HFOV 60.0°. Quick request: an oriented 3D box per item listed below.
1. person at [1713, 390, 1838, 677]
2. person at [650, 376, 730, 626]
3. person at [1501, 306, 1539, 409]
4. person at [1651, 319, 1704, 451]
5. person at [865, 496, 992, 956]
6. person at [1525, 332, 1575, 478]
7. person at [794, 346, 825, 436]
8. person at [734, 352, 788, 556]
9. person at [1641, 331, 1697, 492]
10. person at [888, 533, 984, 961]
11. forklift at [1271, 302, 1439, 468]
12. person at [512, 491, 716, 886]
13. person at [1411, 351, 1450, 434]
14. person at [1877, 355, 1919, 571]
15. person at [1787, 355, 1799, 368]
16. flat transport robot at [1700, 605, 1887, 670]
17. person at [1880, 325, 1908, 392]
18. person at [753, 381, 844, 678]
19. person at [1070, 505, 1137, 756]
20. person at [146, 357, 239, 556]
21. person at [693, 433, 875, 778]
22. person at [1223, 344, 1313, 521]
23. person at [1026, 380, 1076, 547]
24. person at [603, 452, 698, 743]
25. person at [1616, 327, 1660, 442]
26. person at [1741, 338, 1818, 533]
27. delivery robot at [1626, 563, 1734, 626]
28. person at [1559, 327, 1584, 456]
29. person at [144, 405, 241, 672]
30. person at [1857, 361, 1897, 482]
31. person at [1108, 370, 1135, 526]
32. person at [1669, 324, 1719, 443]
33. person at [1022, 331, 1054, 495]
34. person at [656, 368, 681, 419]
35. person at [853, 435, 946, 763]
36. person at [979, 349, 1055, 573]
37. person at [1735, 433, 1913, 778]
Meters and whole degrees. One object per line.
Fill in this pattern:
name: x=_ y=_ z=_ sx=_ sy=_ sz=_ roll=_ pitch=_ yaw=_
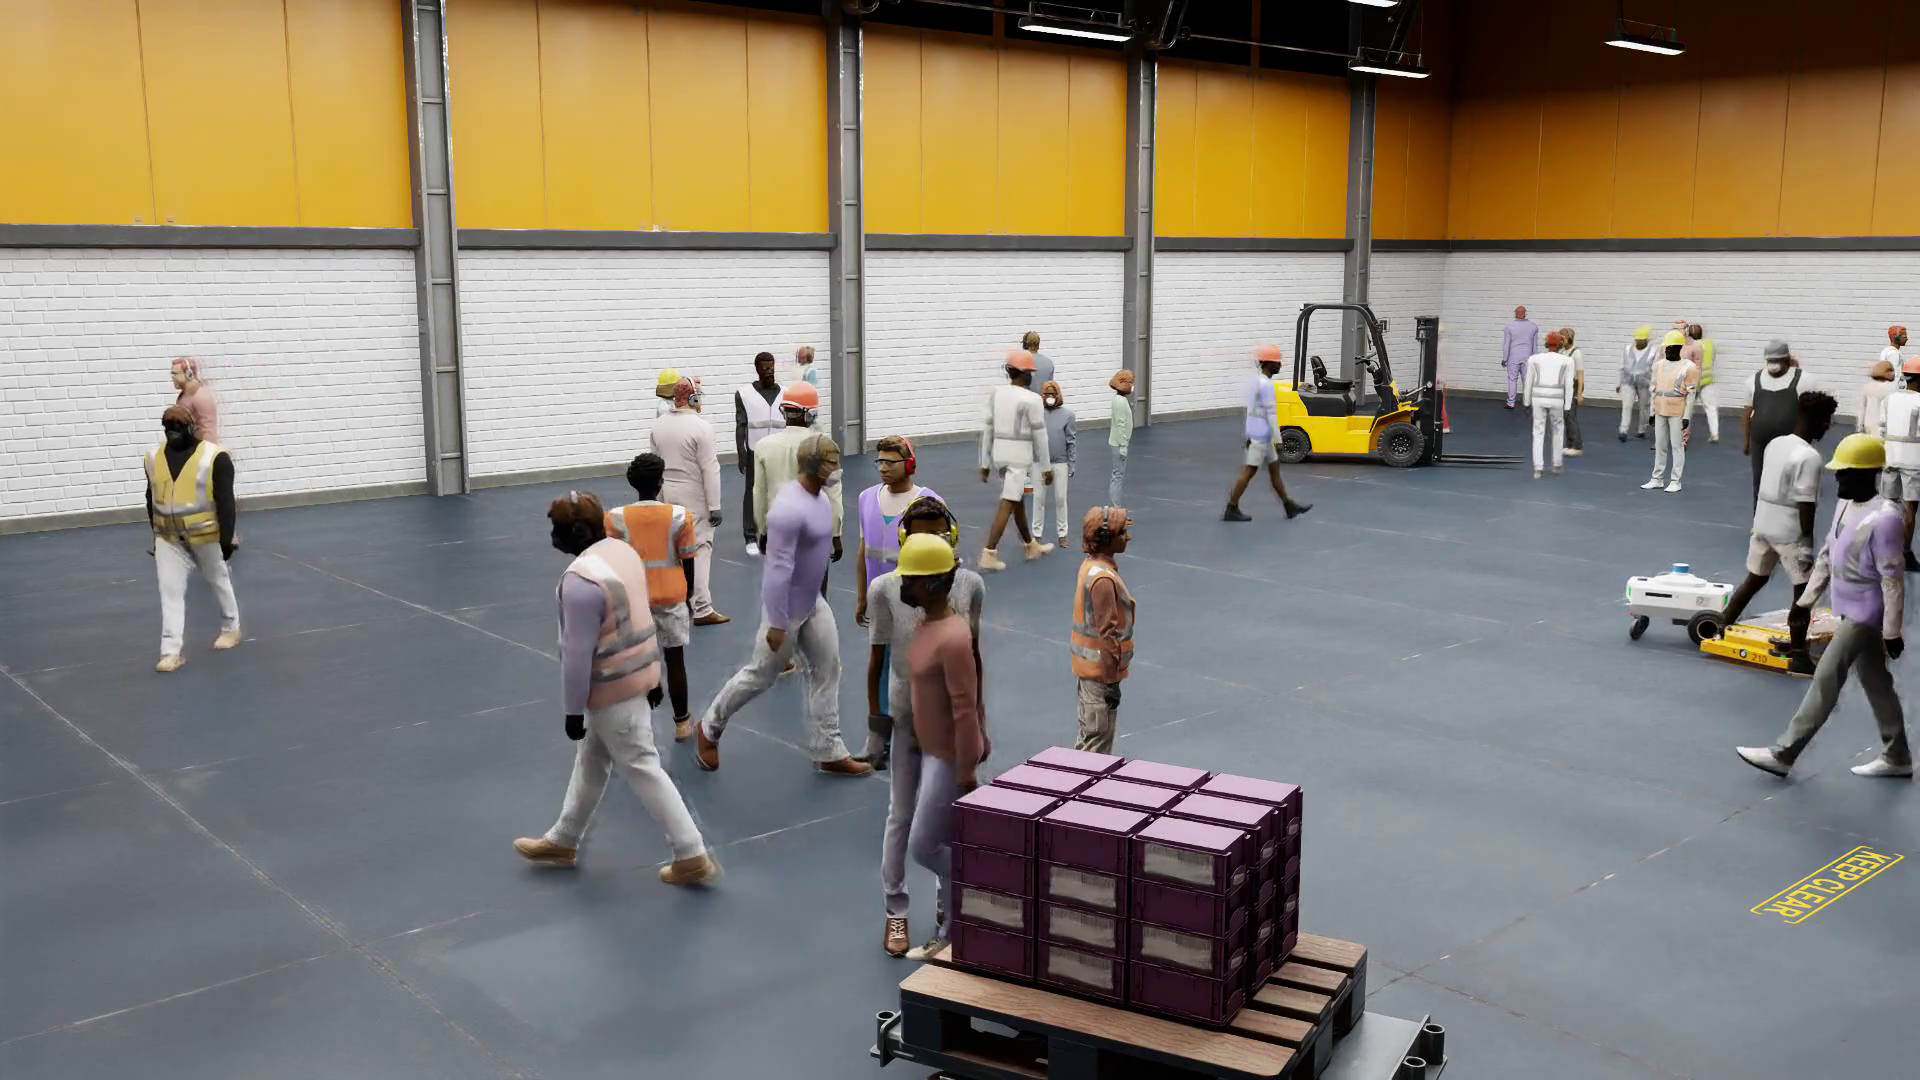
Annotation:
person: x=5.612 y=-0.057 z=11.325 sx=0.550 sy=1.916 sz=0.802 roll=0 pitch=10 yaw=-1
person: x=-2.054 y=-0.298 z=12.724 sx=0.651 sy=1.907 sz=0.409 roll=7 pitch=12 yaw=36
person: x=10.296 y=-3.355 z=30.640 sx=0.636 sy=1.903 sz=0.404 roll=0 pitch=10 yaw=-2
person: x=10.349 y=-2.228 z=24.021 sx=0.401 sy=1.910 sz=0.640 roll=-8 pitch=13 yaw=-40
person: x=-0.125 y=0.743 z=6.736 sx=0.531 sy=1.870 sz=0.317 roll=-3 pitch=10 yaw=-19
person: x=7.556 y=-1.739 z=21.336 sx=0.599 sy=1.850 sz=0.880 roll=5 pitch=11 yaw=25
person: x=-2.012 y=-1.750 z=22.015 sx=0.371 sy=1.626 sz=0.537 roll=-6 pitch=12 yaw=-33
person: x=-1.850 y=-0.821 z=15.746 sx=0.588 sy=1.920 sz=0.390 roll=-6 pitch=12 yaw=-33
person: x=8.502 y=-1.536 z=19.910 sx=0.366 sy=1.927 sz=0.585 roll=-5 pitch=11 yaw=-28
person: x=-0.073 y=0.838 z=6.523 sx=0.420 sy=1.754 sz=0.525 roll=-2 pitch=10 yaw=-13
forklift: x=5.320 y=-2.157 z=22.763 sx=2.313 sy=2.155 sz=1.214 roll=3 pitch=10 yaw=16
person: x=-1.545 y=0.665 z=7.452 sx=0.986 sy=1.788 sz=0.661 roll=1 pitch=10 yaw=5
person: x=7.355 y=-2.532 z=26.357 sx=0.930 sy=1.715 sz=0.538 roll=4 pitch=11 yaw=23
person: x=8.517 y=-0.691 z=14.941 sx=0.368 sy=1.933 sz=0.552 roll=-3 pitch=10 yaw=-19
person: x=9.916 y=-1.402 z=19.971 sx=0.310 sy=1.639 sz=0.514 roll=5 pitch=11 yaw=25
flat transport robot: x=5.986 y=0.675 z=11.810 sx=1.431 sy=0.197 sz=0.652 roll=-6 pitch=11 yaw=-32
person: x=12.554 y=-1.943 z=22.425 sx=0.353 sy=1.883 sz=0.578 roll=3 pitch=10 yaw=16
person: x=-1.061 y=-0.059 z=11.066 sx=0.622 sy=1.992 sz=0.395 roll=3 pitch=10 yaw=17
person: x=0.682 y=0.645 z=7.980 sx=0.309 sy=1.641 sz=0.514 roll=-1 pitch=10 yaw=-3
person: x=-7.269 y=-0.764 z=15.585 sx=0.934 sy=1.868 sz=0.667 roll=-6 pitch=12 yaw=-33
person: x=-0.992 y=0.356 z=8.979 sx=0.999 sy=1.894 sz=0.662 roll=3 pitch=10 yaw=16
person: x=3.268 y=-1.127 z=17.640 sx=1.008 sy=1.878 sz=0.569 roll=0 pitch=10 yaw=0
person: x=0.873 y=-0.732 z=16.090 sx=0.504 sy=1.628 sz=0.279 roll=1 pitch=10 yaw=6
person: x=-1.776 y=0.342 z=9.576 sx=0.538 sy=1.698 sz=0.320 roll=-2 pitch=10 yaw=-11
person: x=10.287 y=-2.363 z=25.276 sx=0.634 sy=1.756 sz=0.951 roll=7 pitch=12 yaw=35
person: x=8.251 y=-1.063 z=16.809 sx=0.702 sy=2.000 sz=0.614 roll=8 pitch=12 yaw=39
delivery robot: x=5.283 y=0.416 z=12.219 sx=0.707 sy=0.478 sz=0.477 roll=5 pitch=11 yaw=29
person: x=8.600 y=-2.094 z=23.499 sx=0.426 sy=1.822 sz=0.543 roll=-1 pitch=10 yaw=-4
person: x=-5.343 y=-0.050 z=11.602 sx=0.639 sy=1.801 sz=0.944 roll=0 pitch=10 yaw=0
person: x=10.825 y=-1.316 z=19.596 sx=0.791 sy=1.594 sz=0.507 roll=-1 pitch=10 yaw=-5
person: x=1.697 y=-0.973 z=17.475 sx=0.289 sy=1.632 sz=0.497 roll=1 pitch=10 yaw=3
person: x=11.206 y=-2.371 z=25.223 sx=0.696 sy=1.790 sz=0.973 roll=-3 pitch=10 yaw=-16
person: x=0.841 y=-1.496 z=19.646 sx=0.370 sy=1.939 sz=0.631 roll=9 pitch=13 yaw=43
person: x=-2.780 y=-0.787 z=16.056 sx=0.282 sy=1.746 sz=0.493 roll=-1 pitch=10 yaw=-3
person: x=-0.325 y=0.337 z=9.182 sx=0.564 sy=1.846 sz=0.390 roll=6 pitch=11 yaw=31
person: x=0.512 y=-0.715 z=14.974 sx=1.033 sy=1.982 sz=0.630 roll=-9 pitch=13 yaw=-42
person: x=4.712 y=0.369 z=8.901 sx=0.979 sy=1.877 sz=0.599 roll=2 pitch=10 yaw=12
